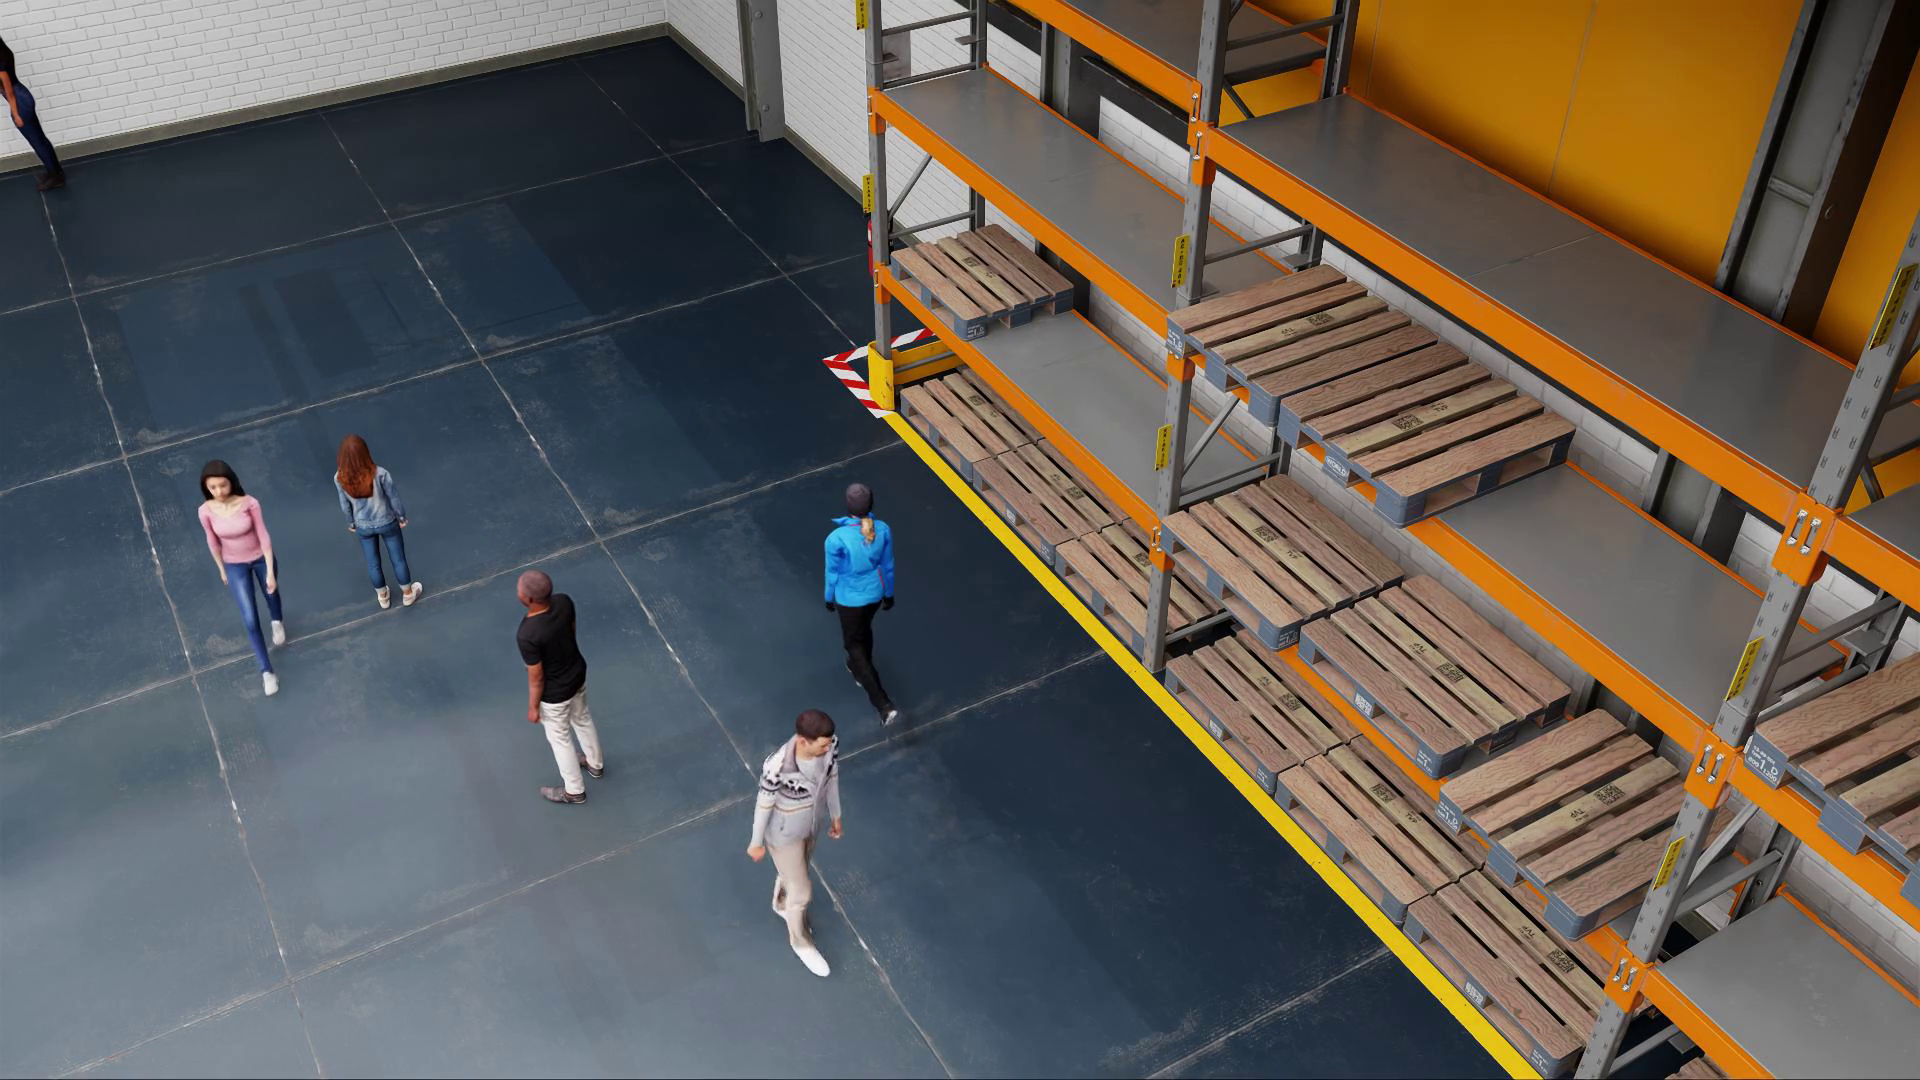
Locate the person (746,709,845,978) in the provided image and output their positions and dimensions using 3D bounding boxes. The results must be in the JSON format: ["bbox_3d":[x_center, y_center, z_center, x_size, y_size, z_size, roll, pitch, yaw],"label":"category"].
[{"bbox_3d":[-0.991,1.567,9.405,0.984,1.825,0.908,32,48,33],"label":"person"}]

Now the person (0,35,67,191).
[{"bbox_3d":[-9.574,-4.422,16.981,0.658,1.729,0.558,-10,40,-12],"label":"person"}]

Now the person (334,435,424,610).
[{"bbox_3d":[-4.152,-0.131,11.810,0.628,1.477,0.624,-4,39,-5],"label":"person"}]

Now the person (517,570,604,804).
[{"bbox_3d":[-2.476,0.895,10.262,0.801,1.805,0.764,14,41,17],"label":"person"}]

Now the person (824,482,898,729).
[{"bbox_3d":[-0.619,0.450,10.852,0.632,1.765,1.102,-18,42,-21],"label":"person"}]

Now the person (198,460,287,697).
[{"bbox_3d":[-4.816,0.120,11.317,0.687,1.700,1.135,-13,40,-16],"label":"person"}]
